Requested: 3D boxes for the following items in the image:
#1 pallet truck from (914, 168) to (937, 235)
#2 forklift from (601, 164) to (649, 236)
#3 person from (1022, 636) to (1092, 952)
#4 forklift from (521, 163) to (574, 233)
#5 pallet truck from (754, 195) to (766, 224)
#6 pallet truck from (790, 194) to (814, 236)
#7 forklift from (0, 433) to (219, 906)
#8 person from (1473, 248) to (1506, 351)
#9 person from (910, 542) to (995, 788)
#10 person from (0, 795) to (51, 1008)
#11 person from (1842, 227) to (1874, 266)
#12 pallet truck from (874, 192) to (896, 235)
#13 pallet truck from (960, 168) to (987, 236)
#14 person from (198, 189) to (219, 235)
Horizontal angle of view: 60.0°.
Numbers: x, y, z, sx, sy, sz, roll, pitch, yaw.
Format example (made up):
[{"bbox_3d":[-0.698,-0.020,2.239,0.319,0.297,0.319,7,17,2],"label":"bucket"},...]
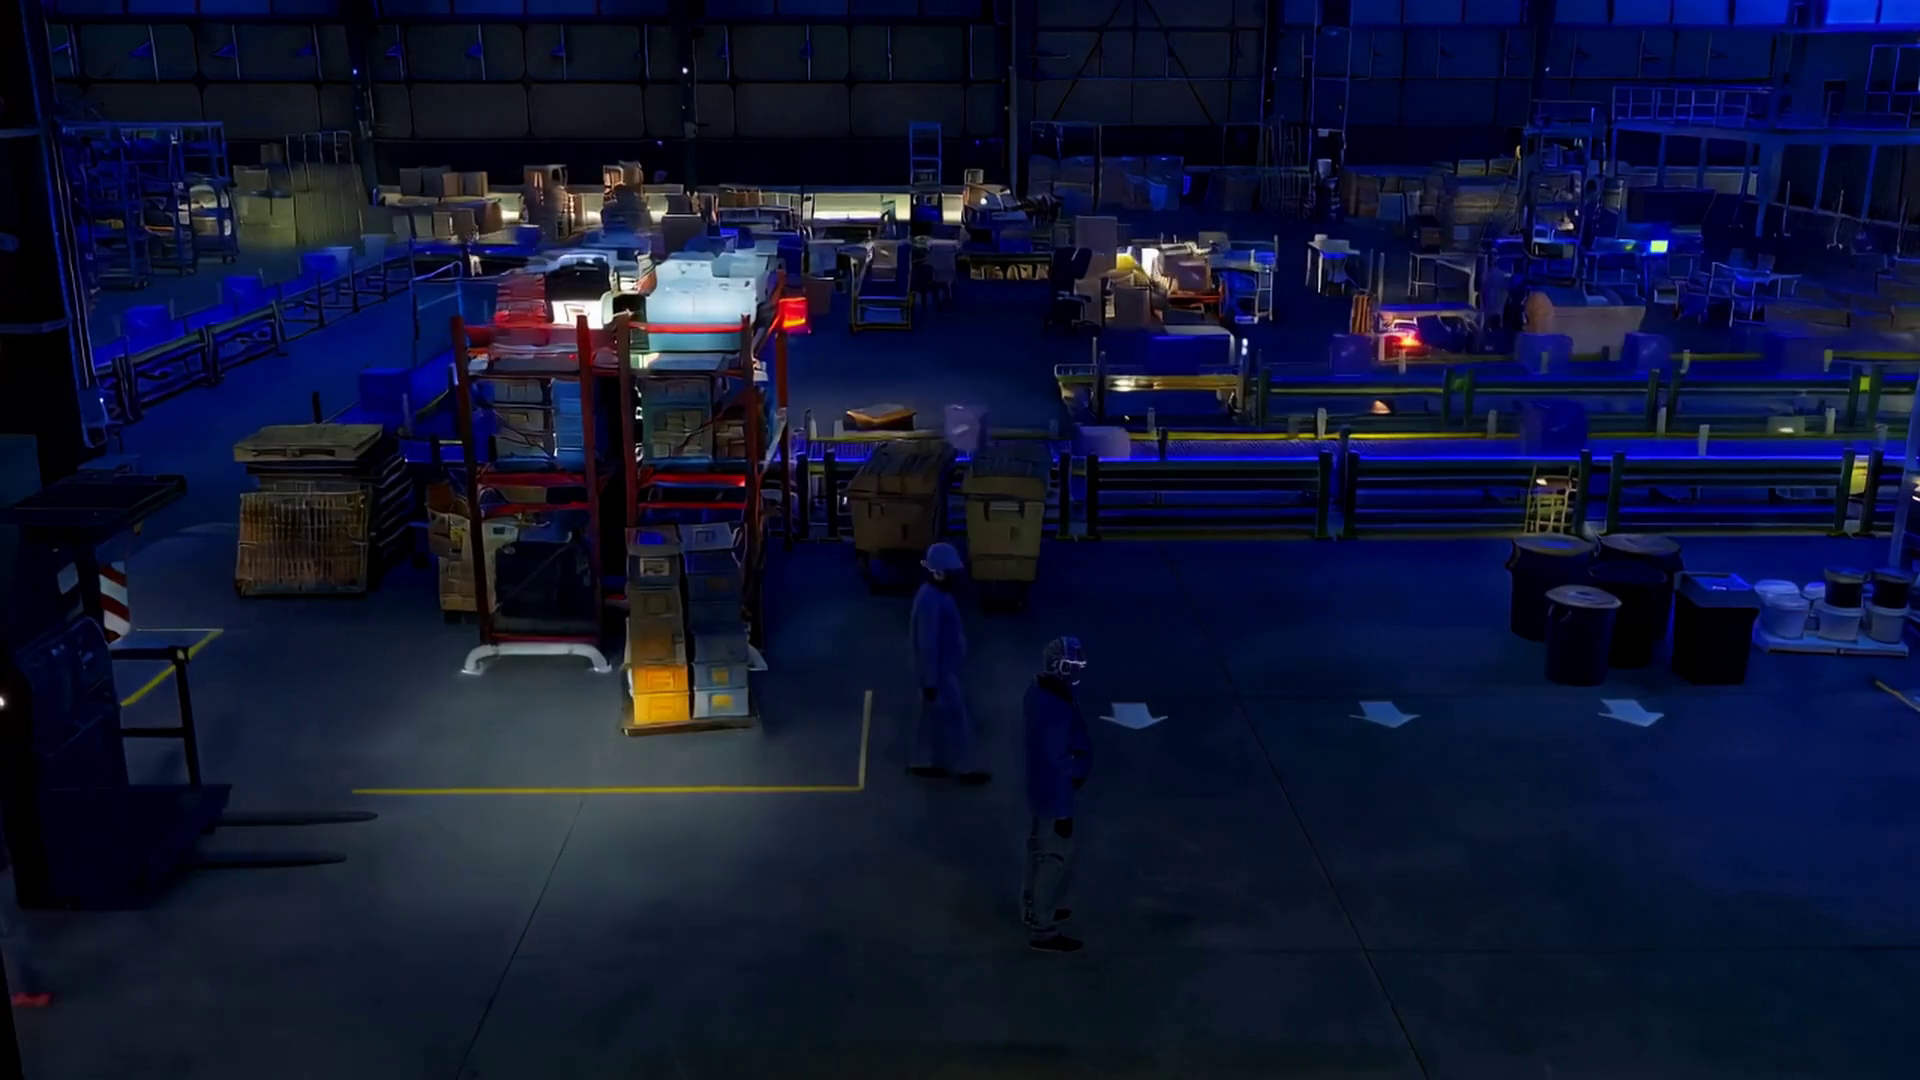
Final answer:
[{"bbox_3d":[-0.989,-10.316,50.507,0.823,1.965,1.885,1,16,3],"label":"pallet truck"},{"bbox_3d":[-9.948,-10.127,49.296,1.157,1.987,2.680,-1,16,-3],"label":"forklift"},{"bbox_3d":[0.573,1.467,9.737,0.394,1.899,0.641,-2,16,-7],"label":"person"},{"bbox_3d":[-12.233,-10.122,49.298,1.157,1.987,2.680,0,16,-1],"label":"forklift"},{"bbox_3d":[-6.051,-9.967,50.660,0.680,1.201,1.601,0,16,-1],"label":"pallet truck"},{"bbox_3d":[-4.814,-9.883,50.259,0.704,1.261,1.522,-1,16,-3],"label":"pallet truck"},{"bbox_3d":[-5.952,0.780,10.366,1.873,2.768,1.129,0,16,-1],"label":"forklift"},{"bbox_3d":[9.617,-4.331,29.992,0.554,1.830,0.913,-5,17,-17],"label":"person"},{"bbox_3d":[-0.029,0.890,11.879,0.732,1.809,0.620,0,16,0],"label":"person"},{"bbox_3d":[-5.411,1.821,9.032,0.814,1.595,0.521,3,16,10],"label":"person"},{"bbox_3d":[18.997,-5.776,35.230,0.522,1.718,0.954,11,20,34],"label":"person"},{"bbox_3d":[-2.277,-9.986,50.594,0.653,1.274,1.630,0,16,-1],"label":"pallet truck"},{"bbox_3d":[0.383,-10.230,50.206,0.823,1.965,1.885,-1,16,-3],"label":"pallet truck"},{"bbox_3d":[-20.706,-8.918,45.964,0.585,1.823,0.404,4,17,15],"label":"person"}]
